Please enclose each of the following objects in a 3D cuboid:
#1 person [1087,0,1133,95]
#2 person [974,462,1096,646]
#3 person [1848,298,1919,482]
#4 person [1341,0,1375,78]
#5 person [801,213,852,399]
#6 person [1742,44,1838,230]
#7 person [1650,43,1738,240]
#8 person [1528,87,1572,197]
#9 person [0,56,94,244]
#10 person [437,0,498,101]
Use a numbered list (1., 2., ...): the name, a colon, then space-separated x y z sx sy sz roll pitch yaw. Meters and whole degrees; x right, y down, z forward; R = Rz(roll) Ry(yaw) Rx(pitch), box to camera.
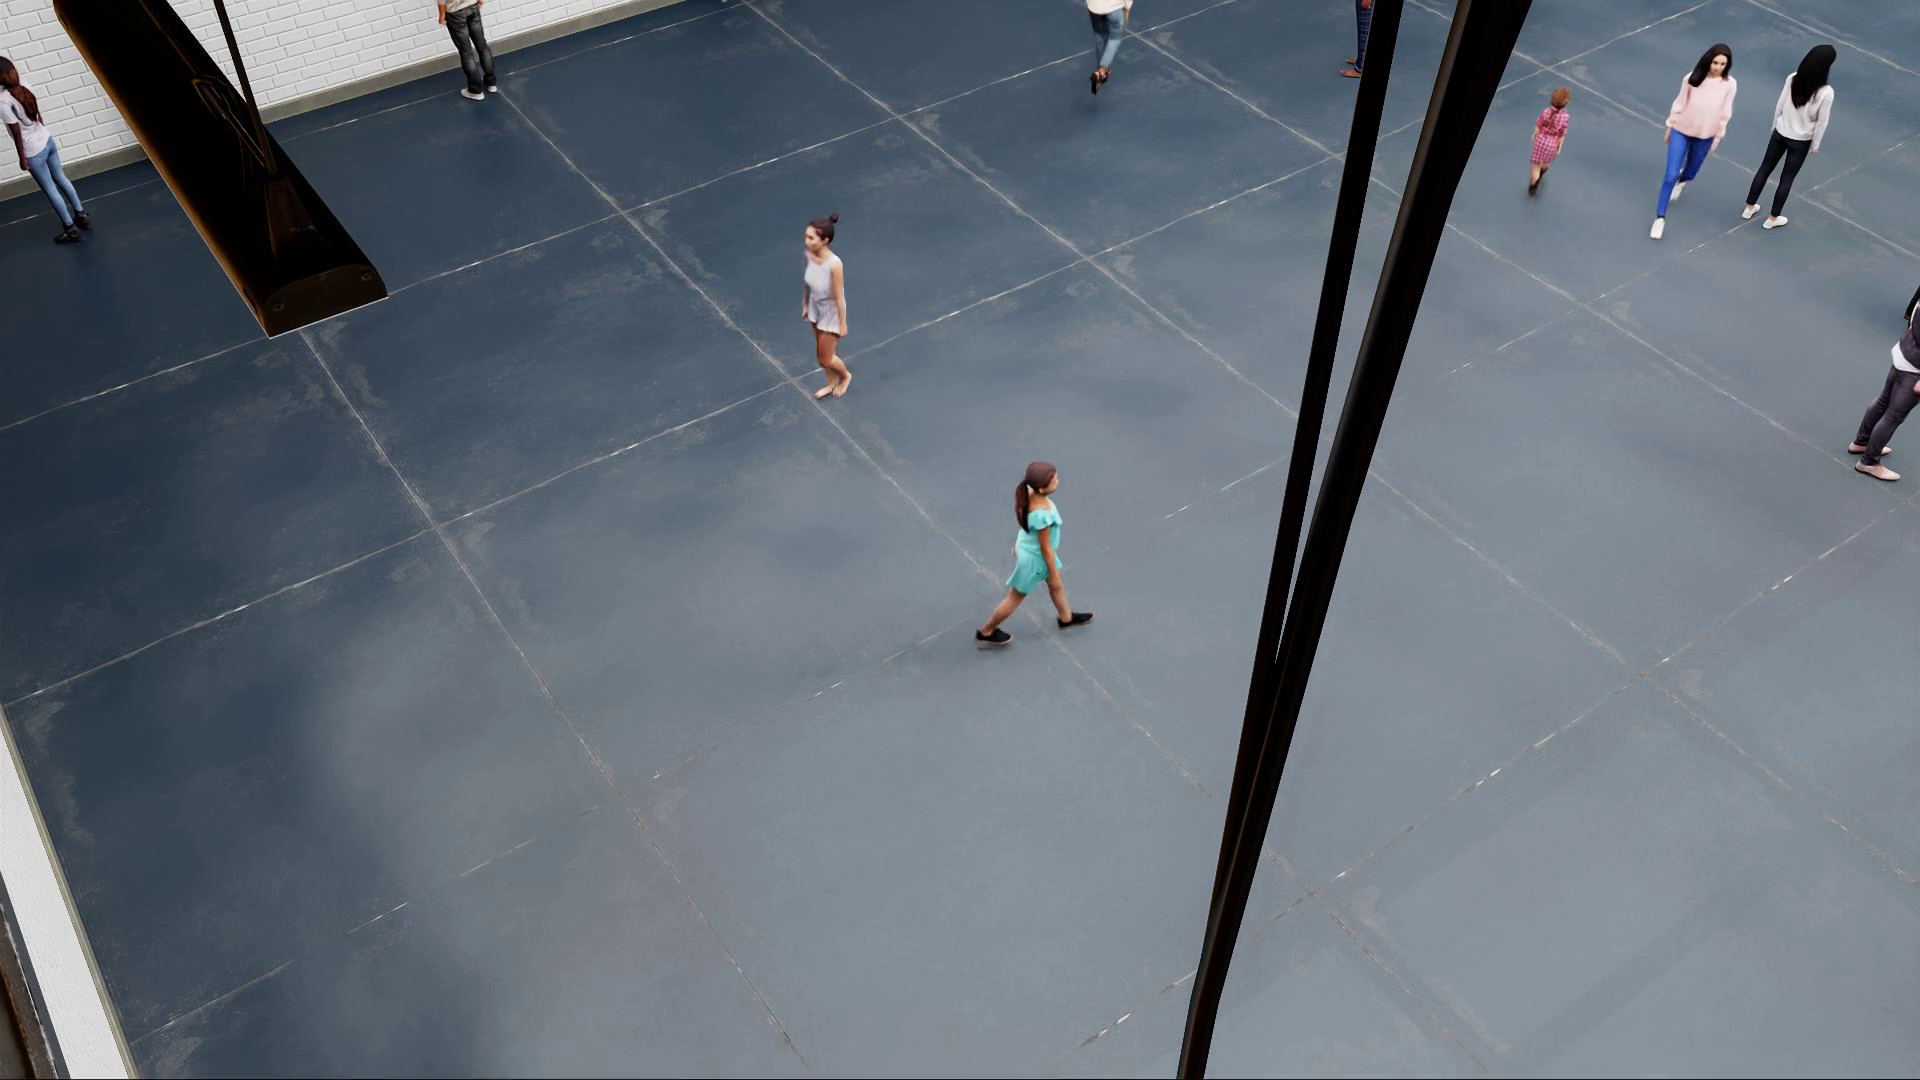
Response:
1. person: 1.411 -5.122 16.143 0.906 1.660 1.045 17 46 17
2. person: 0.406 0.127 10.735 1.137 1.519 0.853 -7 44 -7
3. person: 6.874 -1.259 11.969 0.839 1.823 0.764 10 44 10
4. person: 4.073 -5.464 16.382 0.840 1.824 0.736 16 46 17
5. person: -0.952 -1.767 12.664 0.576 1.601 0.593 -30 51 -28
6. person: 7.216 -3.508 14.419 0.552 1.701 0.614 -28 50 -26
7. person: 6.348 -3.518 14.401 1.007 1.740 1.175 16 46 16
8. person: 5.287 -3.576 14.998 0.664 1.000 0.781 14 45 14
9. person: -7.900 -3.351 14.240 0.714 1.719 0.669 4 44 4
10. person: -4.800 -5.137 16.049 0.769 1.812 0.580 30 51 28
